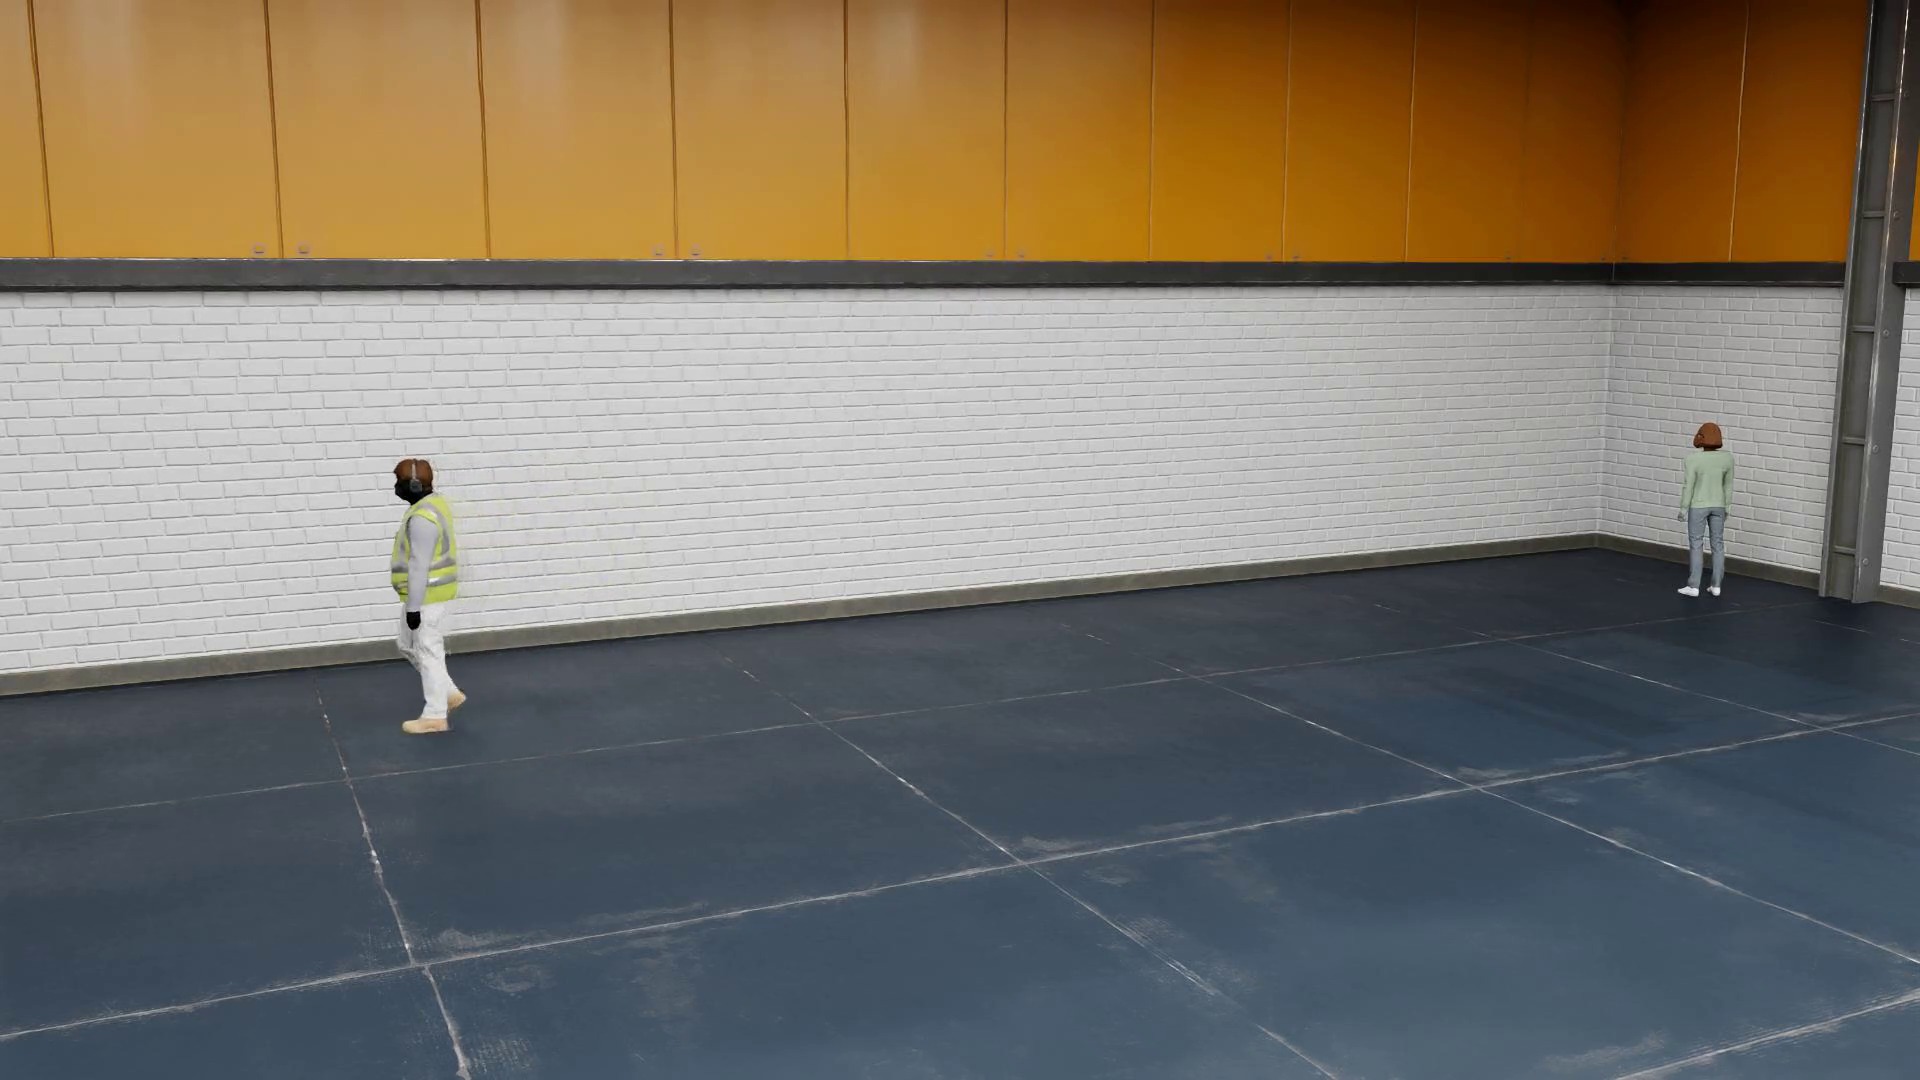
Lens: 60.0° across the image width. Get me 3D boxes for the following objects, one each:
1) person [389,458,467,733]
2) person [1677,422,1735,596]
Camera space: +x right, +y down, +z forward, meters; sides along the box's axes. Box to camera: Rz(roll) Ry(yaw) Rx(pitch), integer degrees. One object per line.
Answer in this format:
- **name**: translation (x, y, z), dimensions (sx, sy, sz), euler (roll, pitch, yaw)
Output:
- **person**: translation (-3.527, 0.369, 10.929), dimensions (0.451, 1.829, 0.656), euler (-2, 9, -12)
- **person**: translation (6.986, -0.284, 15.587), dimensions (0.498, 1.634, 0.278), euler (-1, 9, -6)
